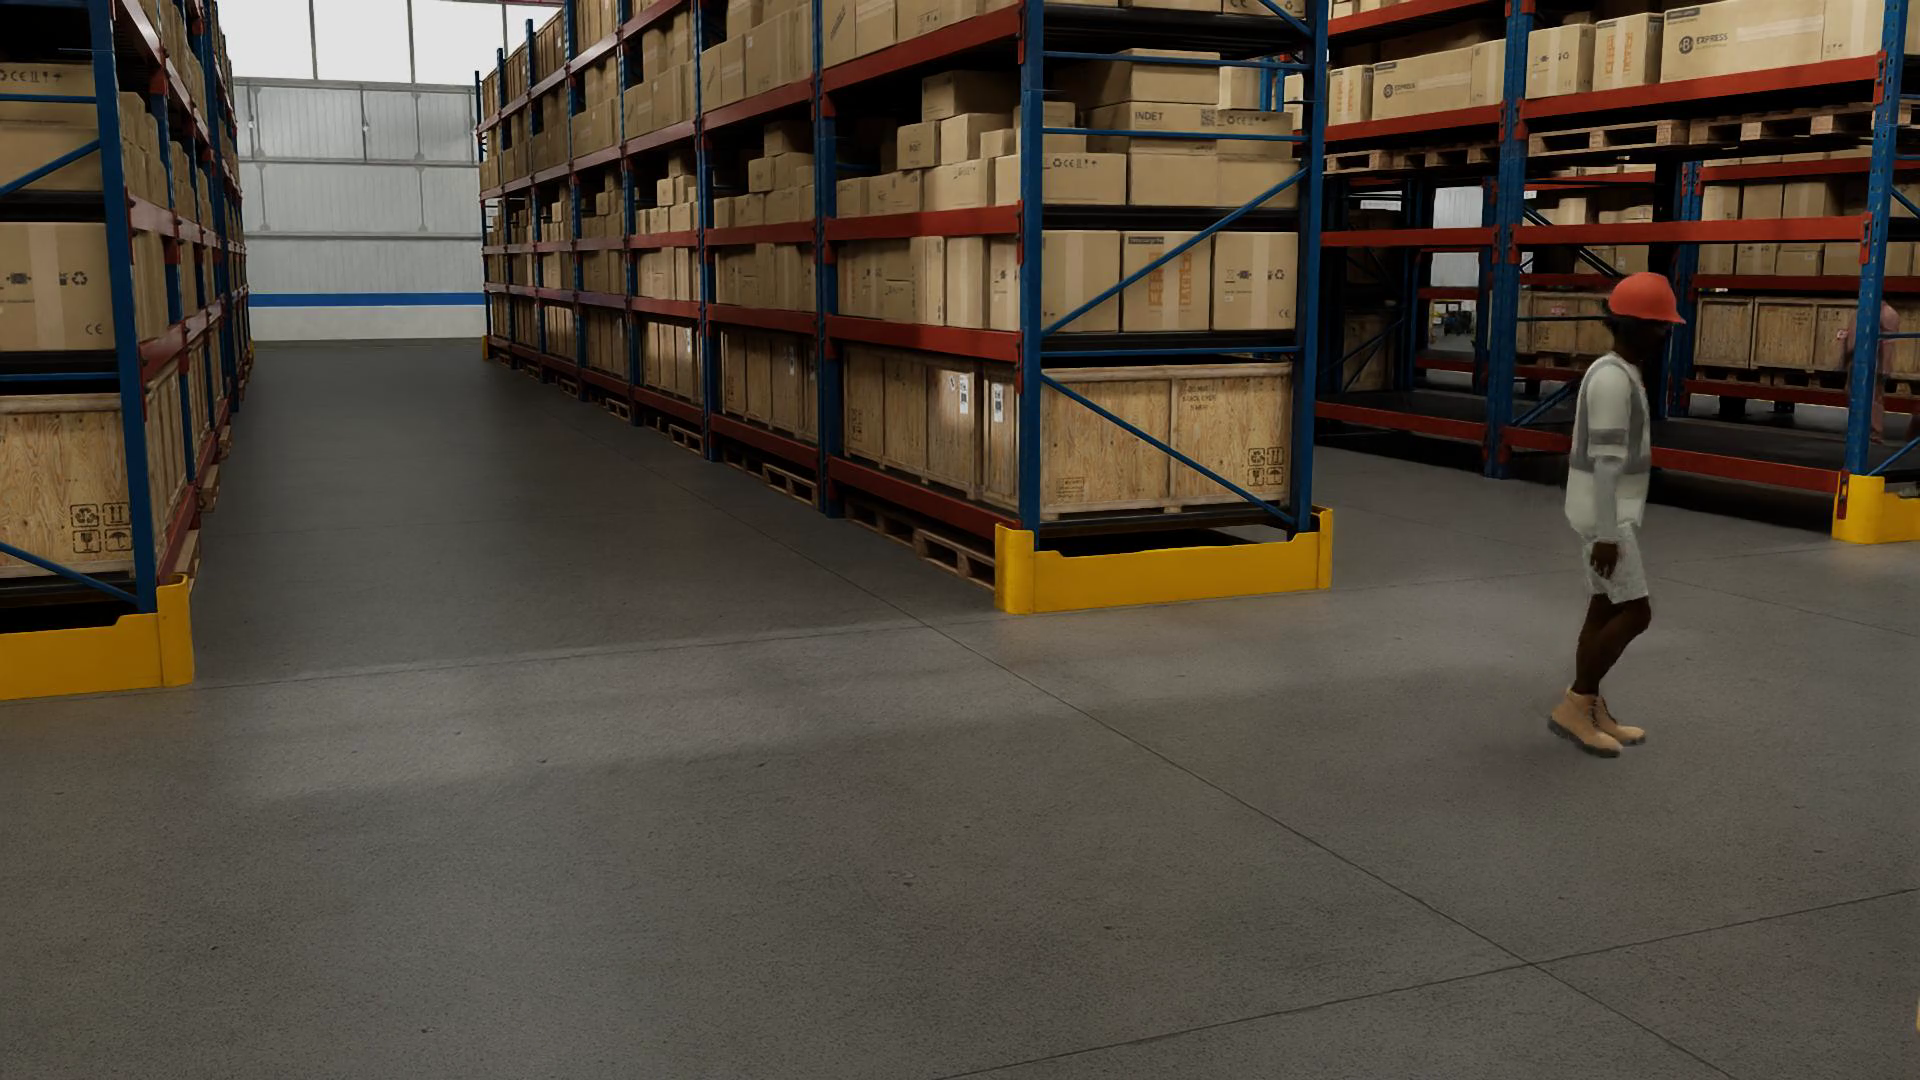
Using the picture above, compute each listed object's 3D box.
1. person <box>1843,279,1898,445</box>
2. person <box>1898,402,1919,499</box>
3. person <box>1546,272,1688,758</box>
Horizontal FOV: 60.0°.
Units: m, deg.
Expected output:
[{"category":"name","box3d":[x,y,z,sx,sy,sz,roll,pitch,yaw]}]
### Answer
[{"category":"person","box3d":[9.808,-1.871,18.031,0.399,1.899,0.641,-2,10,-10]},{"category":"person","box3d":[8.500,-1.286,14.534,0.612,1.889,0.657,8,13,41]},{"category":"person","box3d":[2.758,-0.097,6.969,0.419,2.033,0.658,4,10,23]}]
